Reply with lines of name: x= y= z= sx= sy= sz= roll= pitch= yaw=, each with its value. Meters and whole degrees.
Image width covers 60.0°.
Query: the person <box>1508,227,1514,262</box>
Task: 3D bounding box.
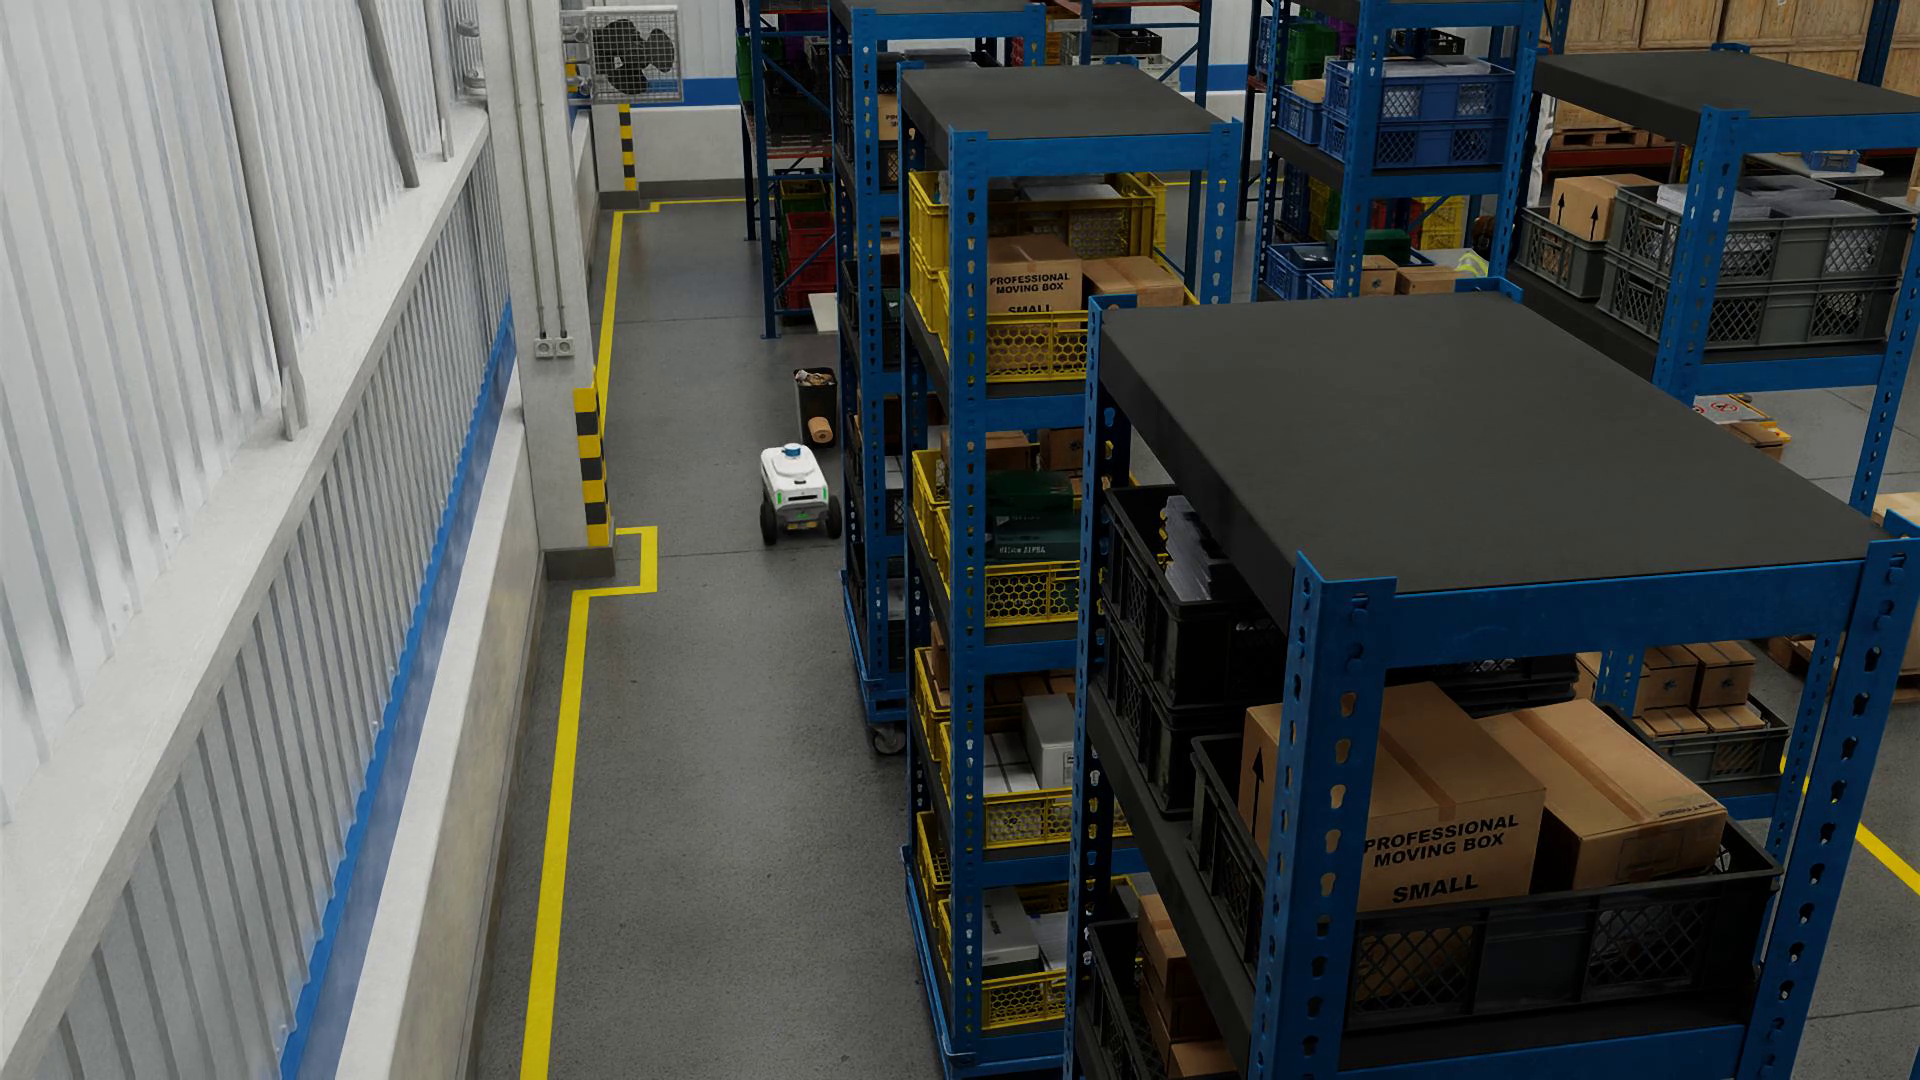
person: x=3.459 y=-1.034 z=10.533 sx=0.354 sy=1.937 sz=0.635 roll=10 pitch=27 yaw=21

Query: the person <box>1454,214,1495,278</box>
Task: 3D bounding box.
person: x=3.463 y=-1.274 z=11.168 sx=0.429 sy=1.842 sz=0.636 roll=16 pitch=29 yaw=30

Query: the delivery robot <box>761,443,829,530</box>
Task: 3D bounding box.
delivery robot: x=-1.062 y=-0.380 z=10.640 sx=0.477 sy=0.478 sz=0.707 roll=-6 pitch=26 yaw=-13

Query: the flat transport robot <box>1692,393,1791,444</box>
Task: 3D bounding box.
flat transport robot: x=5.224 y=-0.859 z=12.132 sx=1.431 sy=0.197 sz=0.652 roll=-4 pitch=25 yaw=-8

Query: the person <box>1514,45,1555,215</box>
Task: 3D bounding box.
person: x=6.113 y=-4.301 z=17.699 sx=0.359 sy=1.884 sz=0.573 roll=7 pitch=26 yaw=15
